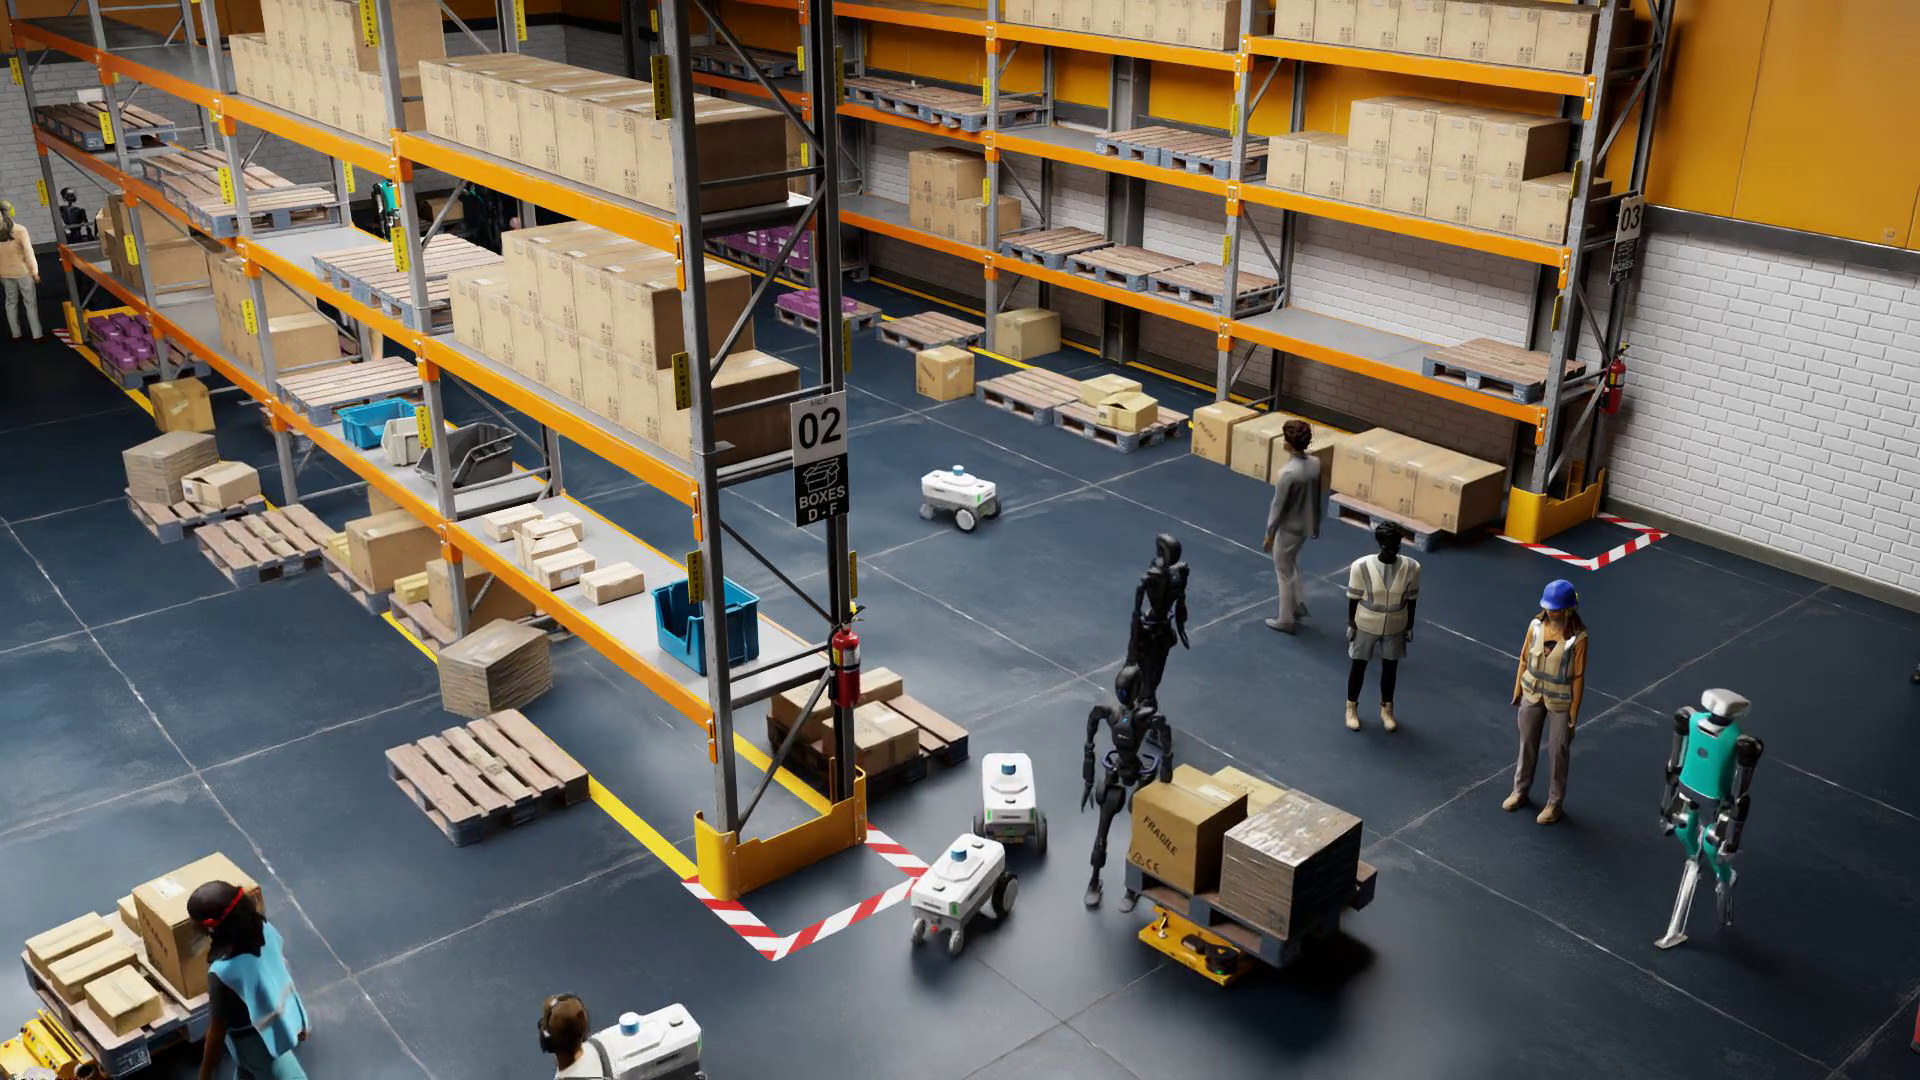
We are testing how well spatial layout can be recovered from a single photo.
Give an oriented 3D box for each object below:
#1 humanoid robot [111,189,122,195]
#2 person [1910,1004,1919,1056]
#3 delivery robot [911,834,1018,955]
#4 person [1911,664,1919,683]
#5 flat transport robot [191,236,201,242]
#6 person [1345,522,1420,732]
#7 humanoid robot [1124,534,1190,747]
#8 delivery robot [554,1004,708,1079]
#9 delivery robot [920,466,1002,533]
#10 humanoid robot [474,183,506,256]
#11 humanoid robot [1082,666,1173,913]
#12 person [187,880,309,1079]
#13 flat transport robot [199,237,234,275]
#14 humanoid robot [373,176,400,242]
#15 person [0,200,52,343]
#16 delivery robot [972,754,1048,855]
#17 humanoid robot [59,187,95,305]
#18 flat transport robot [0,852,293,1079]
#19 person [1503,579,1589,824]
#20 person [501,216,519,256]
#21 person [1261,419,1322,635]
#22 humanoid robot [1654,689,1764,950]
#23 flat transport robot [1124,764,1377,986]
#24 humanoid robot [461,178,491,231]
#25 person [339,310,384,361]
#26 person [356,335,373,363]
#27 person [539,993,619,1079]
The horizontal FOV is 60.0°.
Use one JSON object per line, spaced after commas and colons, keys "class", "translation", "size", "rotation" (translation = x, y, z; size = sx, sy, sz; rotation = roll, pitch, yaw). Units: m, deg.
{"class": "humanoid robot", "translation": [-11.153, -4.018, 23.121], "size": [0.907, 1.760, 0.531], "rotation": [-11, 26, -24]}
{"class": "person", "translation": [5.505, 2.046, 9.018], "size": [0.314, 1.768, 0.524], "rotation": [17, 29, 34]}
{"class": "delivery robot", "translation": [-0.008, 2.149, 10.297], "size": [0.499, 0.587, 0.769], "rotation": [12, 26, 25]}
{"class": "person", "translation": [7.811, 0.263, 12.954], "size": [0.547, 1.924, 0.387], "rotation": [14, 27, 29]}
{"class": "flat transport robot", "translation": [-11.430, -3.725, 24.269], "size": [1.431, 0.231, 0.659], "rotation": [-10, 25, -22]}
{"class": "person", "translation": [3.125, 0.638, 12.374], "size": [0.532, 1.691, 0.319], "rotation": [1, 23, 1]}
{"class": "humanoid robot", "translation": [1.449, 0.700, 12.304], "size": [0.609, 1.635, 0.657], "rotation": [-19, 30, -37]}
{"class": "delivery robot", "translation": [-1.754, 2.792, 8.828], "size": [0.794, 0.603, 0.499], "rotation": [-15, 27, -31]}
{"class": "delivery robot", "translation": [0.006, -0.420, 16.272], "size": [0.797, 0.608, 0.499], "rotation": [14, 27, 30]}
{"class": "humanoid robot", "translation": [-7.087, -4.950, 25.332], "size": [0.602, 1.635, 0.428], "rotation": [15, 28, 31]}
{"class": "humanoid robot", "translation": [1.039, 1.549, 10.281], "size": [0.601, 1.655, 0.379], "rotation": [8, 25, 18]}
{"class": "person", "translation": [-3.383, 2.450, 8.041], "size": [1.032, 1.818, 0.538], "rotation": [-2, 23, -5]}
{"class": "flat transport robot", "translation": [-10.272, -3.327, 23.347], "size": [1.431, 0.231, 0.659], "rotation": [4, 24, 10]}
{"class": "humanoid robot", "translation": [-8.060, -4.470, 23.970], "size": [0.533, 1.681, 0.735], "rotation": [-12, 26, -25]}
{"class": "person", "translation": [-12.344, -3.497, 21.738], "size": [0.550, 1.870, 0.390], "rotation": [2, 23, 5]}
{"class": "delivery robot", "translation": [0.327, 1.755, 11.213], "size": [0.499, 0.590, 0.793], "rotation": [0, 23, -1]}
{"class": "humanoid robot", "translation": [-12.493, -4.133, 23.471], "size": [0.591, 1.656, 0.427], "rotation": [7, 24, 16]}
{"class": "flat transport robot", "translation": [-4.620, 2.681, 9.436], "size": [0.659, 0.231, 1.431], "rotation": [20, 30, 39]}
{"class": "person", "translation": [3.973, 1.081, 11.250], "size": [0.323, 1.771, 0.472], "rotation": [-20, 31, -39]}
{"class": "person", "translation": [-5.312, -3.099, 20.811], "size": [0.774, 1.874, 0.398], "rotation": [11, 26, 24]}
{"class": "person", "translation": [2.758, -0.106, 13.850], "size": [0.581, 1.881, 0.476], "rotation": [-17, 29, -35]}
{"class": "humanoid robot", "translation": [4.579, 1.700, 9.997], "size": [0.748, 1.888, 0.534], "rotation": [-14, 27, -29]}
{"class": "flat transport robot", "translation": [1.825, 2.267, 10.394], "size": [0.659, 0.231, 1.431], "rotation": [22, 31, 40]}
{"class": "humanoid robot", "translation": [-7.851, -5.827, 27.371], "size": [0.546, 1.774, 1.060], "rotation": [-21, 31, -39]}
{"class": "person", "translation": [-7.142, -2.660, 19.967], "size": [0.572, 1.725, 0.745], "rotation": [-4, 24, -9]}
{"class": "person", "translation": [-7.194, -2.747, 20.126], "size": [0.500, 1.759, 0.332], "rotation": [17, 28, 34]}
{"class": "person", "translation": [-1.658, 2.776, 7.257], "size": [0.449, 1.829, 0.477], "rotation": [-2, 23, -4]}
